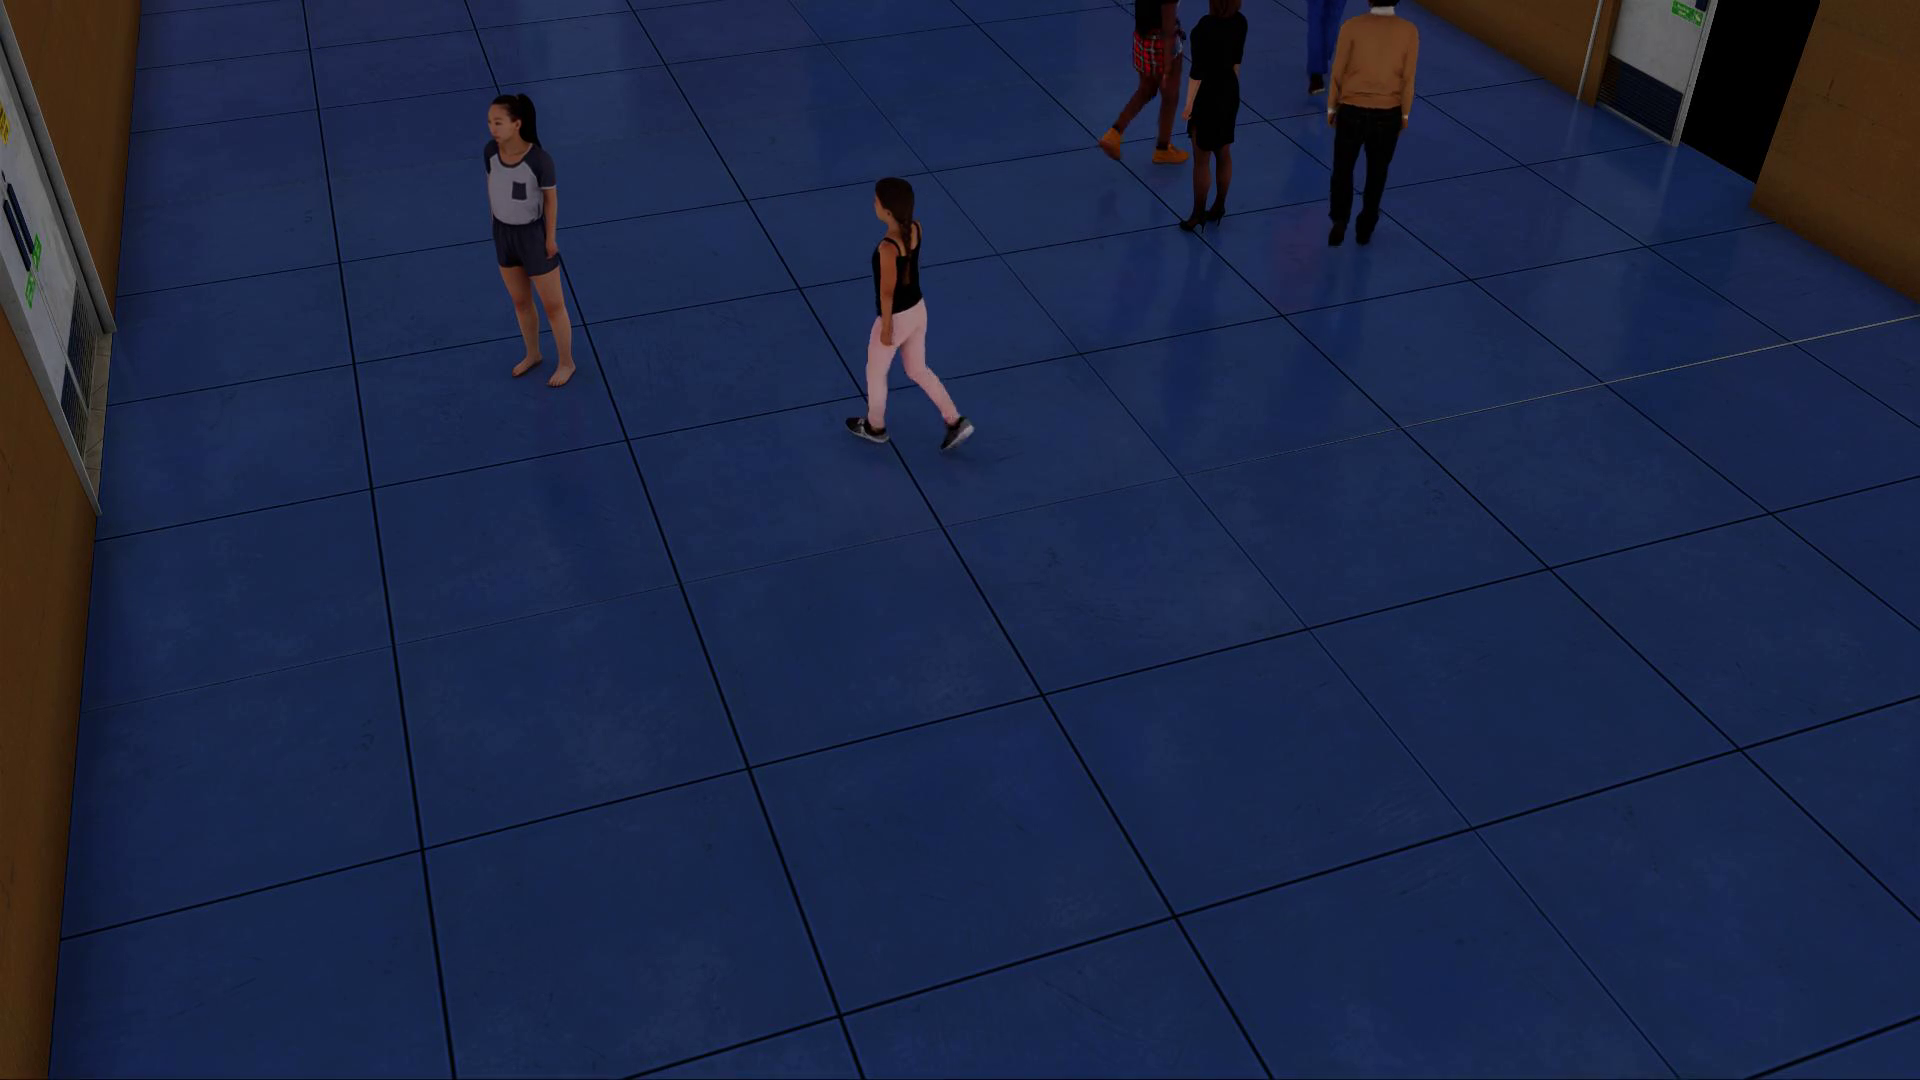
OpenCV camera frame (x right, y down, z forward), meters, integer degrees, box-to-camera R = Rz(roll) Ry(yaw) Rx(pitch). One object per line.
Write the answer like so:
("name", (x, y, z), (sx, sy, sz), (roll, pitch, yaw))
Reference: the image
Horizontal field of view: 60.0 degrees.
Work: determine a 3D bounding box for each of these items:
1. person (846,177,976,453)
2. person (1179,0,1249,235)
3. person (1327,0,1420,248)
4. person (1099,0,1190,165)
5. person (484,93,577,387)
("person", (-0.248, -1.114, 8.460), (0.910, 1.547, 0.953), (23, 42, 27))
("person", (1.607, -2.765, 10.513), (0.531, 1.706, 0.699), (-24, 43, -29))
("person", (2.518, -2.595, 10.275), (0.949, 1.736, 0.974), (9, 38, 11))
("person", (1.265, -3.226, 11.163), (0.989, 1.680, 0.688), (-21, 41, -25))
("person", (-2.358, -1.629, 9.060), (0.666, 1.651, 0.726), (16, 40, 20))
